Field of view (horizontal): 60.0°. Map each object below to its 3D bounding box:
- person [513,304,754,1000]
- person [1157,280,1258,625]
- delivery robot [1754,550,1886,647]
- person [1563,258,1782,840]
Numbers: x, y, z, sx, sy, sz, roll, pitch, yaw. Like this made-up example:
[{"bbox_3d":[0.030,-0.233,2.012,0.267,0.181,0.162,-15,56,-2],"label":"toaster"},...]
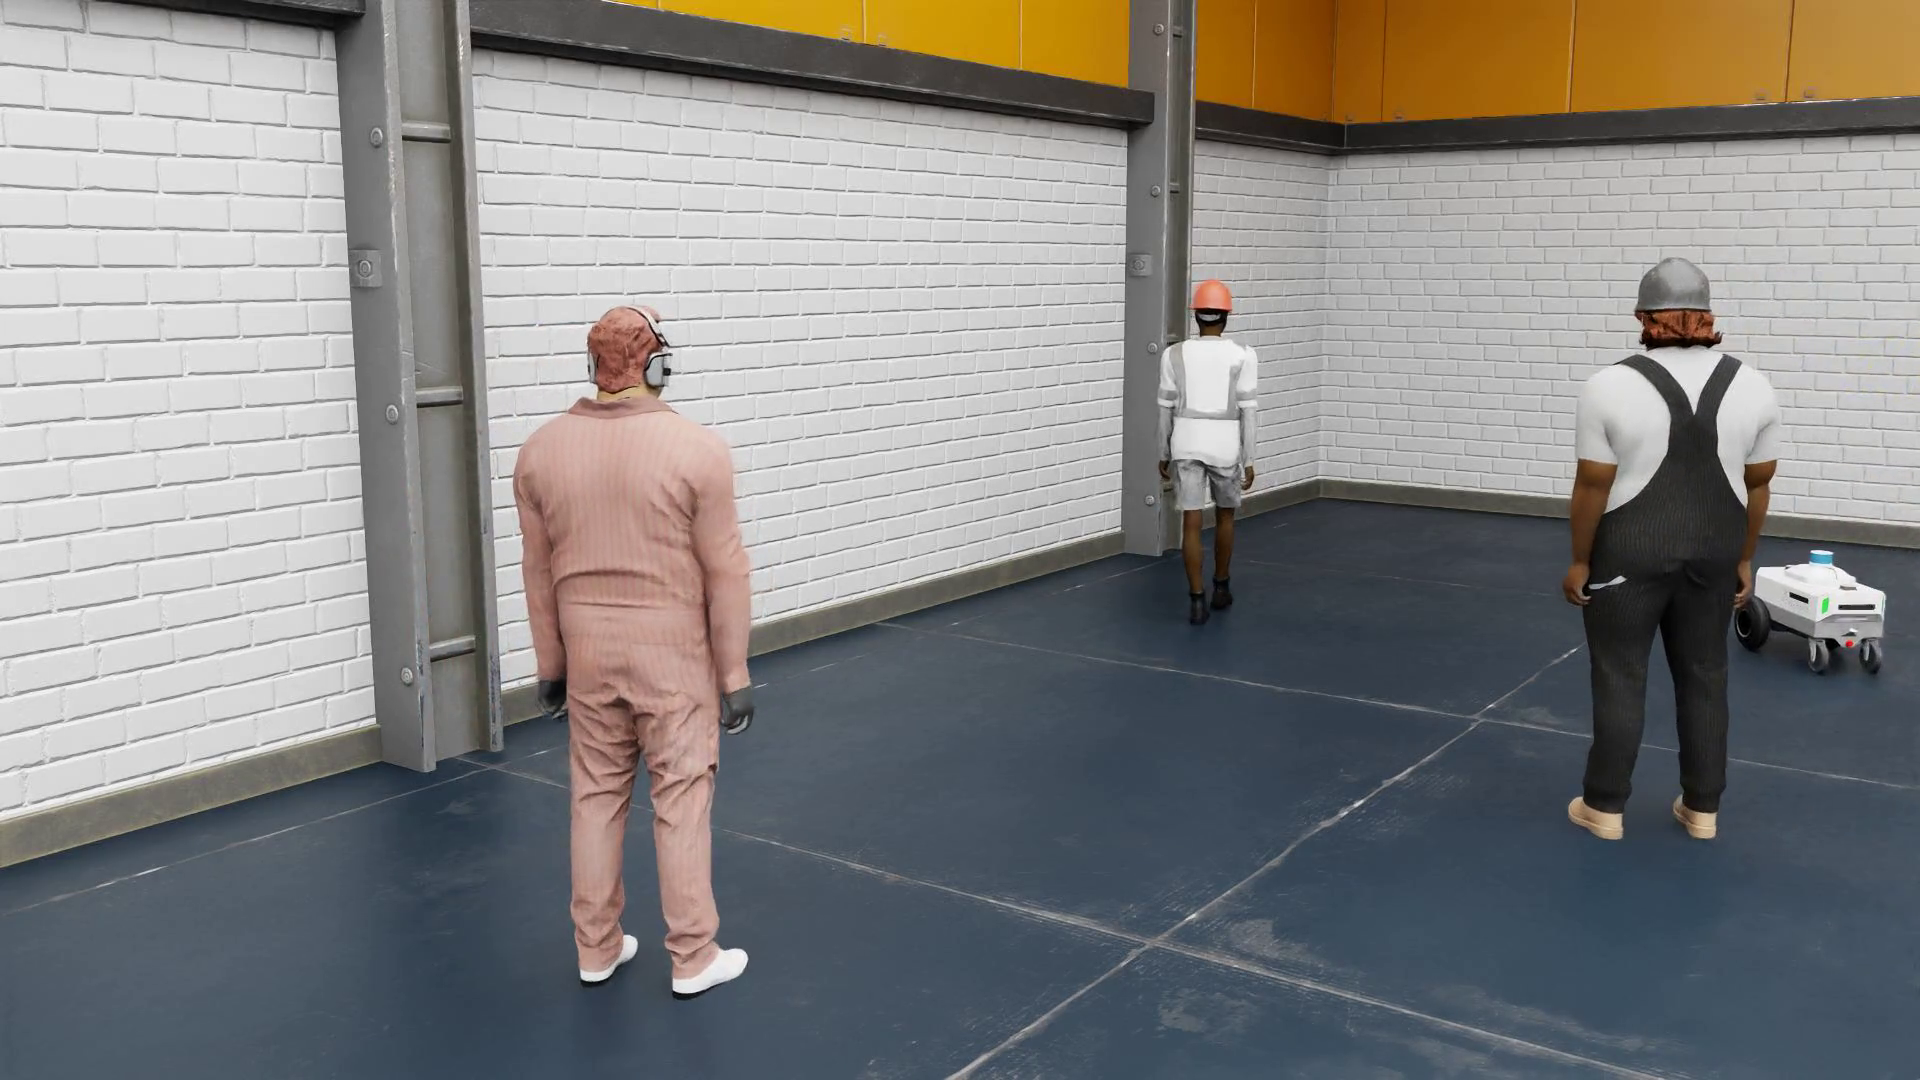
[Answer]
[{"bbox_3d":[-0.870,0.313,4.575,0.644,1.908,0.409,3,10,17],"label":"person"},{"bbox_3d":[1.410,-0.511,9.469,0.567,1.905,0.832,2,10,12],"label":"person"},{"bbox_3d":[4.340,0.297,8.411,0.477,0.478,0.707,0,10,-2],"label":"delivery robot"},{"bbox_3d":[2.447,0.032,5.849,0.687,2.000,0.536,0,10,1],"label":"person"}]
